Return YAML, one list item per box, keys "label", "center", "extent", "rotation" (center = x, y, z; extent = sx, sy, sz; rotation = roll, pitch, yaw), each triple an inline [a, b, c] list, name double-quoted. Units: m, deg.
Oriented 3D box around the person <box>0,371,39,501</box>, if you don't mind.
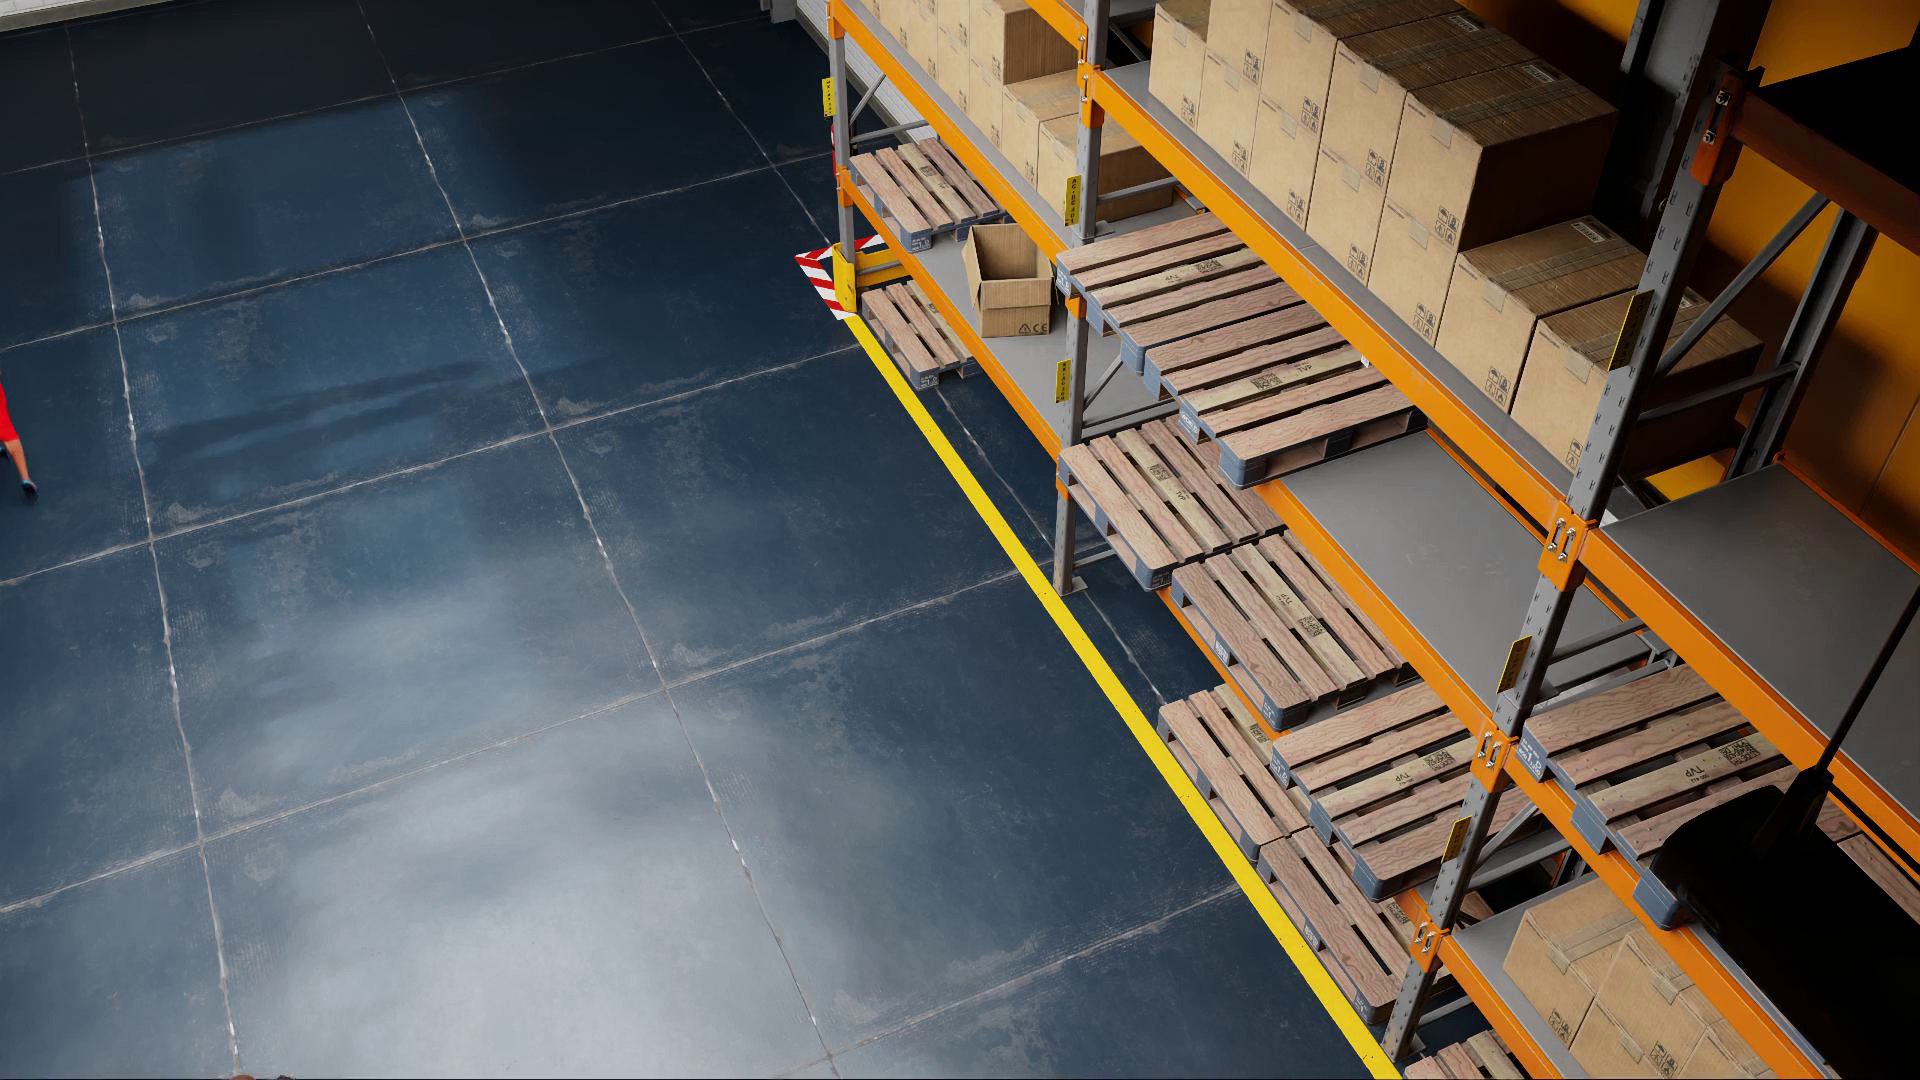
- label: "person"
  center: [-7.147, -1.032, 12.145]
  extent: [0.619, 1.700, 1.033]
  rotation: [-22, 48, -21]
